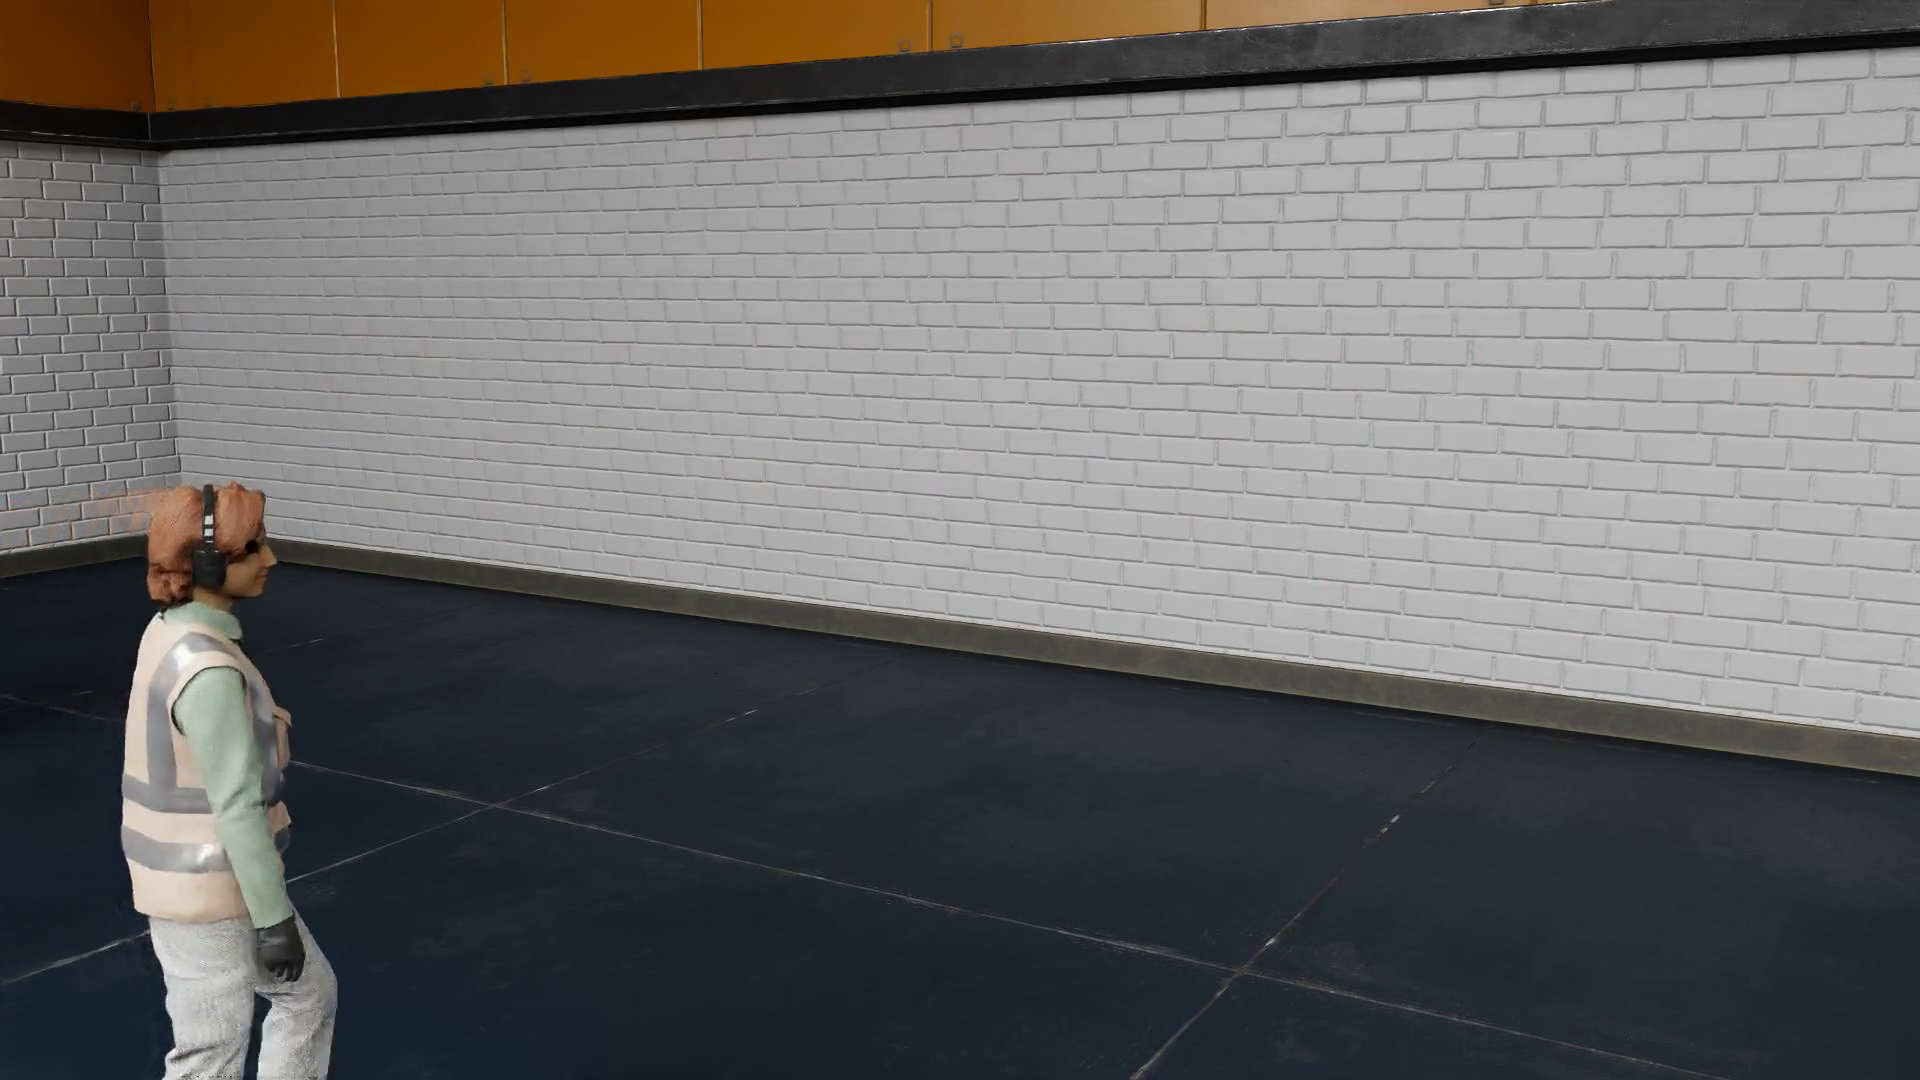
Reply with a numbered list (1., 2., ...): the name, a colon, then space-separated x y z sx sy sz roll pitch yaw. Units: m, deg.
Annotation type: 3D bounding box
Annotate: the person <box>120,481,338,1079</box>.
1. person: -1.388 0.690 3.315 0.568 1.619 0.538 -5 10 -27
